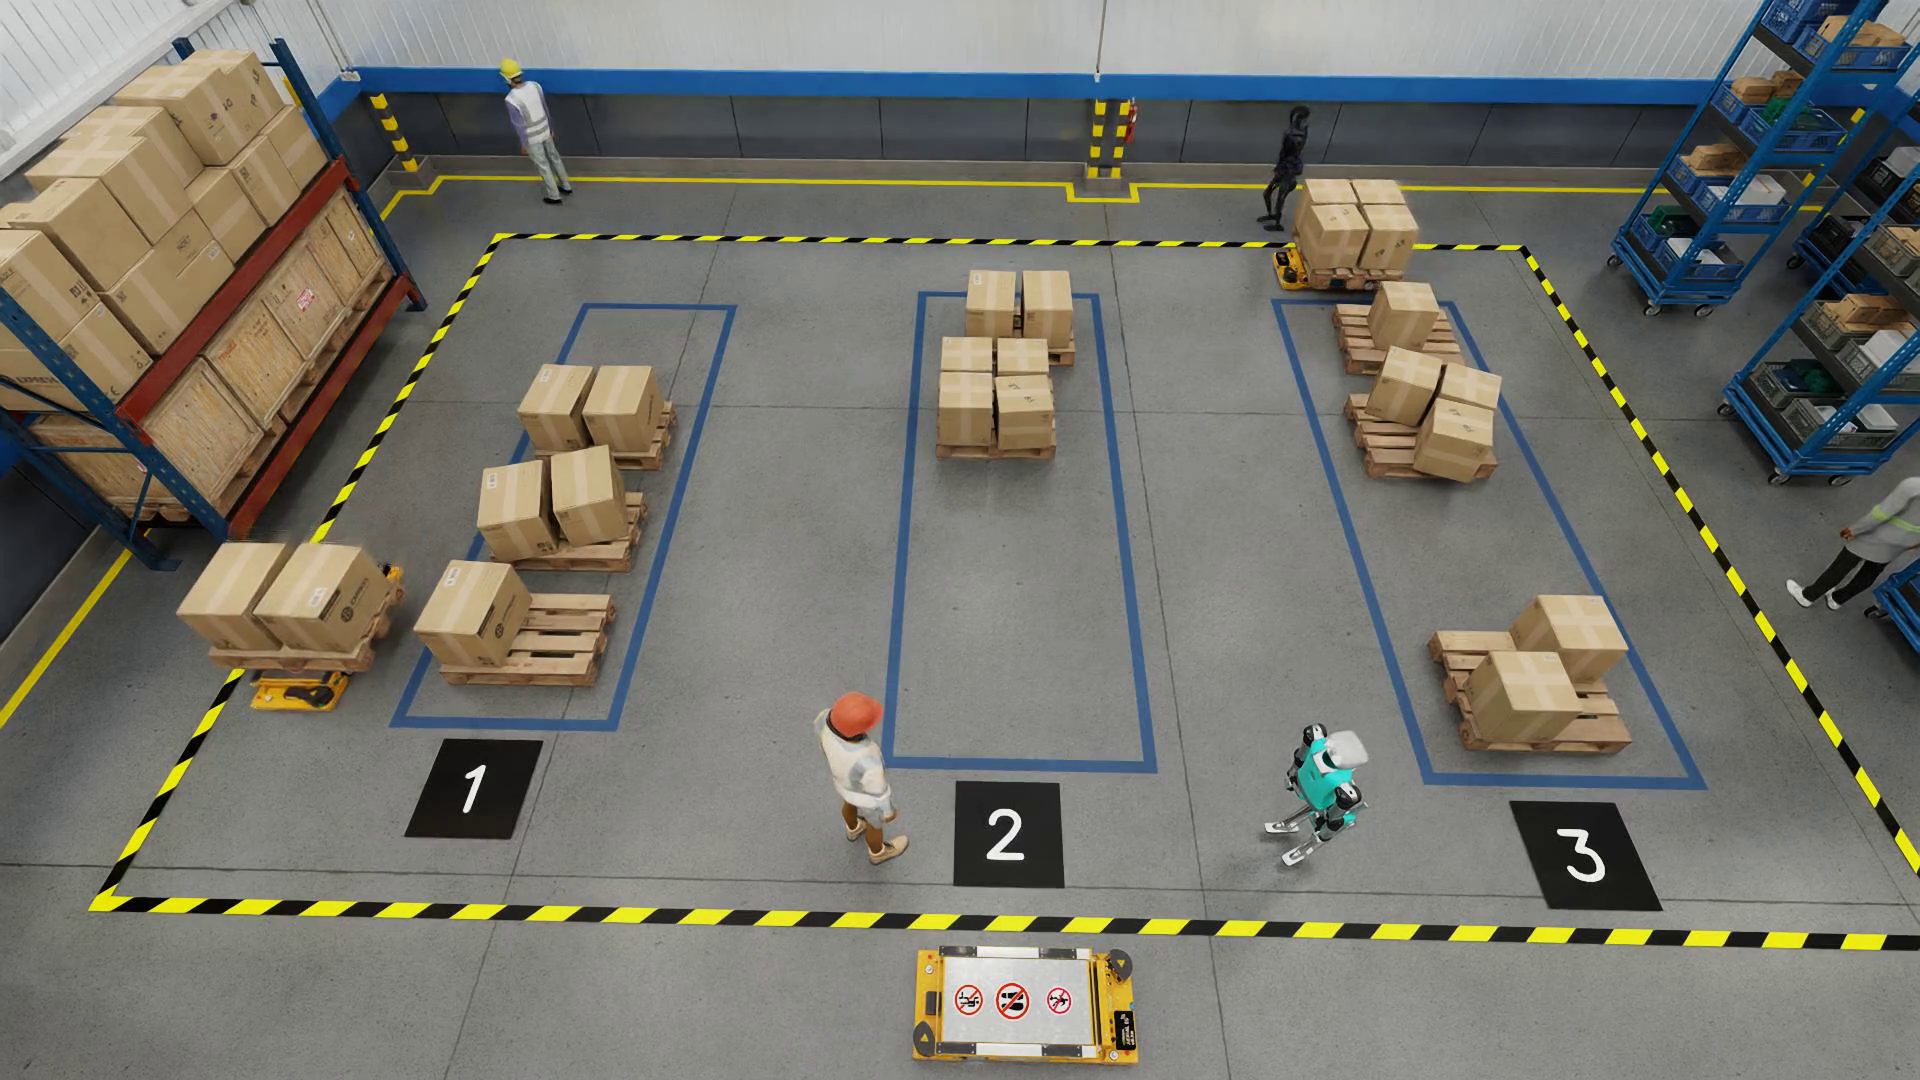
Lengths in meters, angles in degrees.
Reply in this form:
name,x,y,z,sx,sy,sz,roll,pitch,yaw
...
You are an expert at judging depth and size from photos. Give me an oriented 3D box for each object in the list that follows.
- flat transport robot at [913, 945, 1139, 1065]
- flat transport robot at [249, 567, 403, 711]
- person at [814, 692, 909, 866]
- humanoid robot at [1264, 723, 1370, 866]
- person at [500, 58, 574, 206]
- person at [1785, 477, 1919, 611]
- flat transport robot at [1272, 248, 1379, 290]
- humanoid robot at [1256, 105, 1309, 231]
name,x,y,z,sx,sy,sz,roll,pitch,yaw
flat transport robot,0.422,3.041,6.007,1.431,0.231,0.659,1,51,1
flat transport robot,-5.412,0.781,7.831,0.652,0.197,1.431,1,51,1
person,-0.633,1.581,6.054,0.371,2.040,0.613,-36,59,-26
humanoid robot,2.500,1.685,6.076,0.735,1.681,0.533,-11,52,-9
person,-5.435,-5.190,11.707,0.404,1.829,0.599,17,53,13
person,7.633,-0.082,7.531,0.589,1.851,0.401,9,51,8
flat transport robot,4.607,-3.335,11.187,1.431,0.197,0.652,1,51,1
humanoid robot,4.031,-4.539,11.282,0.370,1.648,0.607,0,51,0
